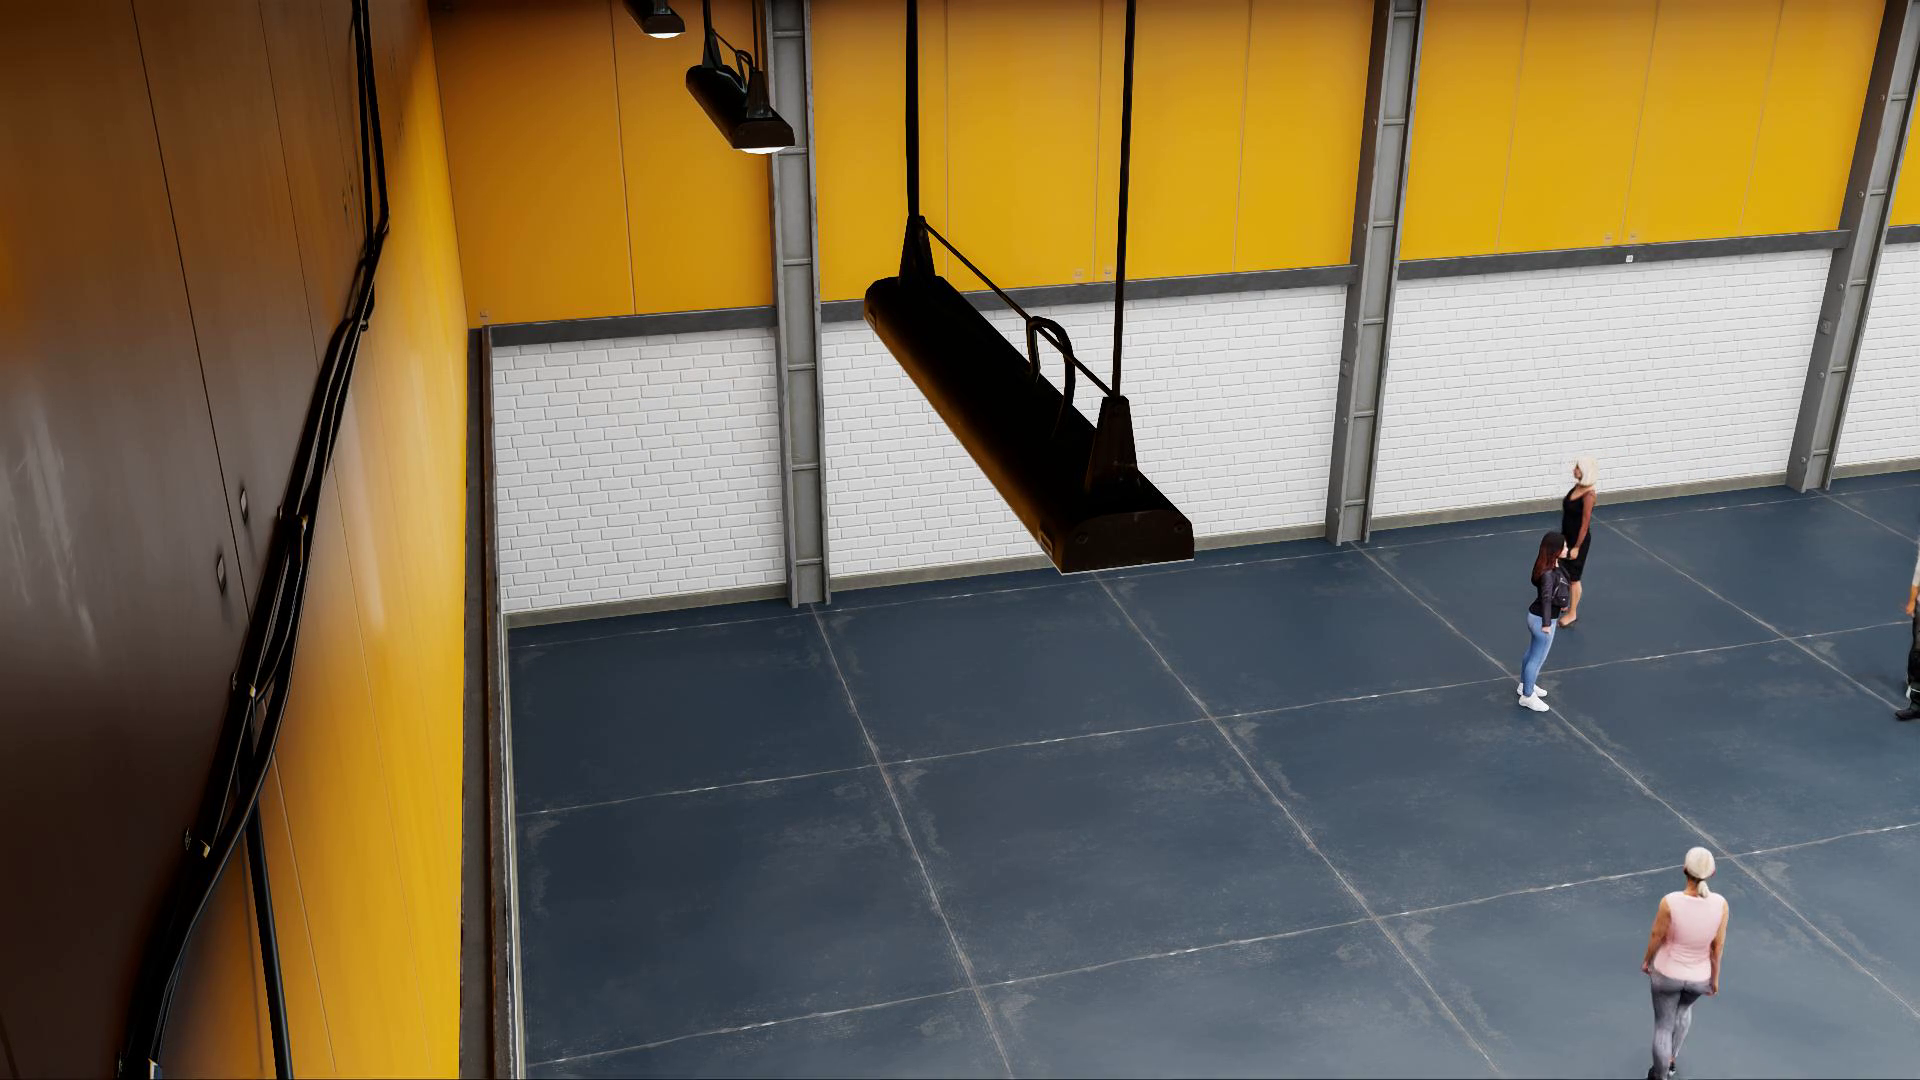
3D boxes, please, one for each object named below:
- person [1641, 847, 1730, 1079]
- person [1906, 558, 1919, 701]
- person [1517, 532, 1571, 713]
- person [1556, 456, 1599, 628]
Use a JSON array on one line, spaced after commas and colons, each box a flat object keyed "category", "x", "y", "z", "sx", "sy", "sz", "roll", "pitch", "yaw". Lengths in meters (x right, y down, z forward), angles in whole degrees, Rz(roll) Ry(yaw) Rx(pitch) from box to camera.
[{"category": "person", "x": 4.373, "y": 2.670, "z": 10.037, "sx": 0.746, "sy": 1.713, "sz": 0.773, "roll": 4, "pitch": 24, "yaw": 8}, {"category": "person", "x": 8.654, "y": 0.562, "z": 14.742, "sx": 0.762, "sy": 1.806, "sz": 0.847, "roll": 6, "pitch": 24, "yaw": 14}, {"category": "person", "x": 5.145, "y": 0.690, "z": 14.663, "sx": 0.742, "sy": 1.634, "sz": 0.734, "roll": 7, "pitch": 25, "yaw": 15}, {"category": "person", "x": 5.952, "y": 0.004, "z": 16.092, "sx": 0.611, "sy": 1.748, "sz": 0.647, "roll": 2, "pitch": 24, "yaw": 3}]
